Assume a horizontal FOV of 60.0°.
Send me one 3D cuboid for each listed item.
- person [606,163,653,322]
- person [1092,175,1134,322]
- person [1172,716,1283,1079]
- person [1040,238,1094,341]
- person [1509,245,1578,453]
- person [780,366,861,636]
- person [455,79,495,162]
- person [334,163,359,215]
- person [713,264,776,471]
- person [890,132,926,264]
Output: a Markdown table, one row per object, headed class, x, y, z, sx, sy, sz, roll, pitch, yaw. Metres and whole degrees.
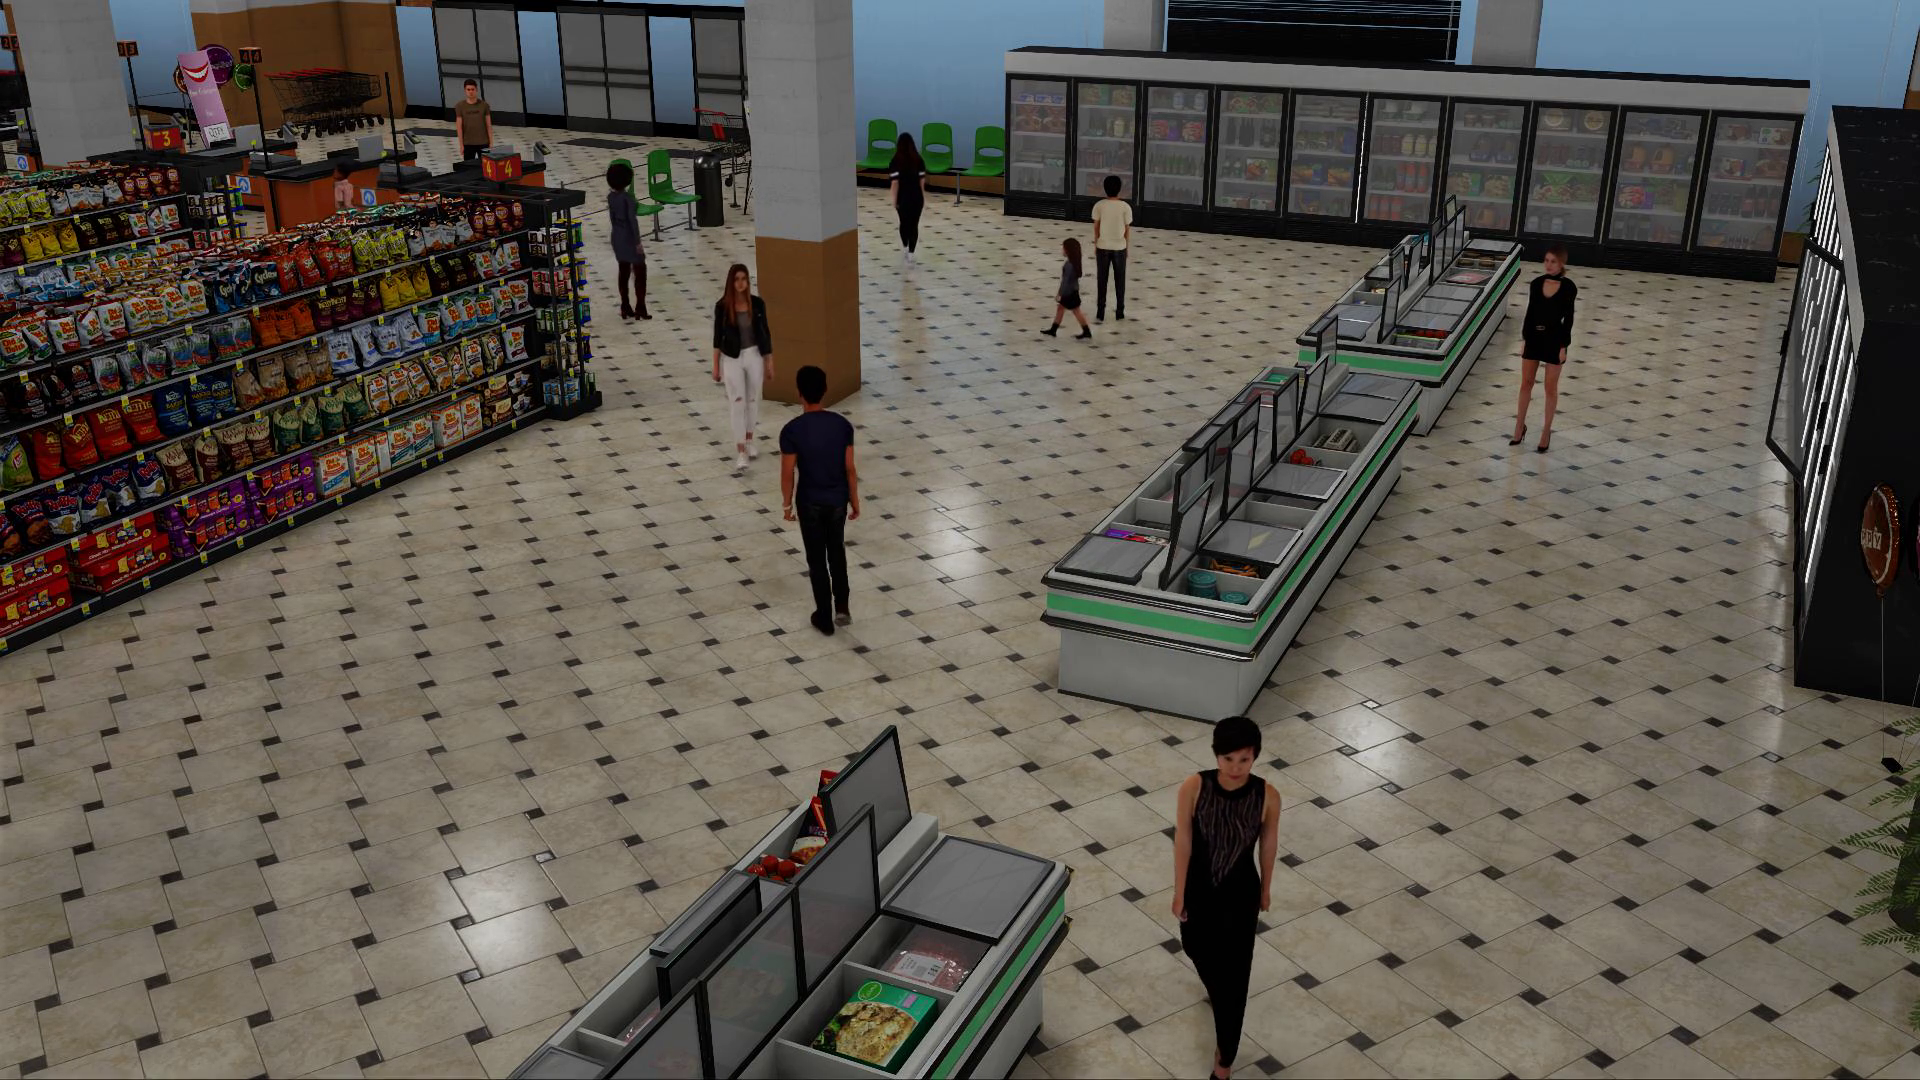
| class | x | y | z | sx | sy | sz | roll | pitch | yaw |
| --- | --- | --- | --- | --- | --- | --- | --- | --- | --- |
| person | -3.703 | -3.250 | 18.229 | 0.679 | 1.704 | 0.608 | 17 | 28 | 37 |
| person | 1.666 | -3.205 | 18.272 | 0.647 | 1.588 | 0.589 | 2 | 22 | 6 |
| person | 1.058 | 1.404 | 6.829 | 0.721 | 1.567 | 1.058 | 4 | 22 | 11 |
| person | 1.208 | -2.608 | 17.465 | 0.687 | 1.081 | 0.781 | 3 | 22 | 6 |
| person | 4.965 | -1.632 | 14.115 | 0.622 | 1.767 | 0.608 | 17 | 28 | 36 |
| person | -0.848 | -0.207 | 10.552 | 0.785 | 1.781 | 0.848 | -8 | 23 | -19 |
| person | -7.109 | -5.819 | 24.425 | 0.741 | 1.851 | 0.806 | -8 | 23 | -19 |
| person | -7.562 | -4.015 | 20.712 | 0.712 | 1.271 | 0.886 | 5 | 22 | 12 |
| person | -1.812 | -1.473 | 13.840 | 0.979 | 1.677 | 1.060 | -7 | 23 | -16 |
| person | -0.622 | -4.250 | 20.865 | 0.967 | 1.592 | 1.205 | -2 | 22 | -5 |
